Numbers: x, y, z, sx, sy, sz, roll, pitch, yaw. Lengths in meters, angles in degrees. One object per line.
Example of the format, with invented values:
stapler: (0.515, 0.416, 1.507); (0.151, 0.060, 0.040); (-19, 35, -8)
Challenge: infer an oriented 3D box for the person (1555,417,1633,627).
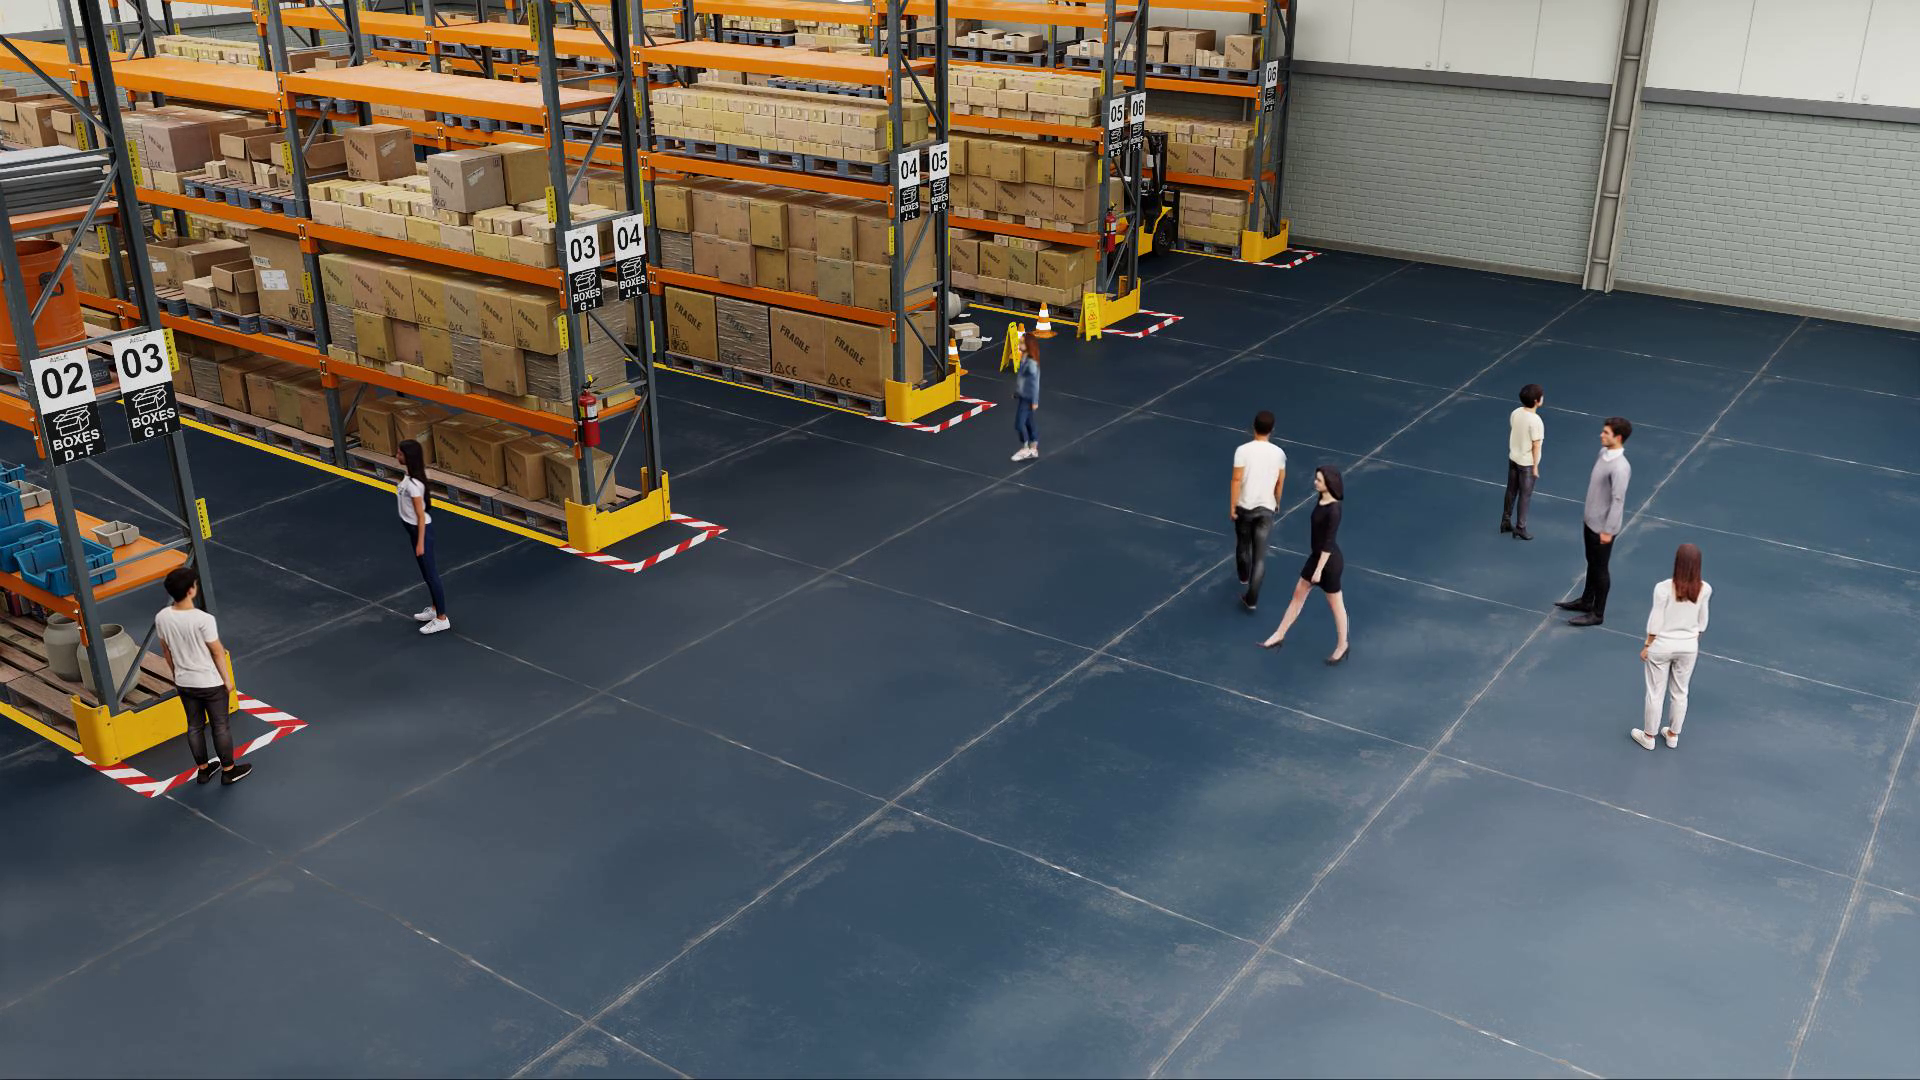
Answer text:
person: (5.706, -0.175, 14.730); (0.837, 1.923, 0.837); (1, 23, 3)

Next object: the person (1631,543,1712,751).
person: (5.447, 0.810, 12.715); (0.660, 1.688, 0.743); (-1, 23, -3)

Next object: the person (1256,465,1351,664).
person: (3.152, 0.241, 13.944); (1.121, 1.774, 0.994); (-1, 23, -2)

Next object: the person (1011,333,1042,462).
person: (0.829, -1.609, 18.686); (0.760, 1.467, 0.688); (-6, 24, -14)

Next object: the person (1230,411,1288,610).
person: (2.672, -0.226, 15.084); (1.133, 1.741, 1.079); (-1, 23, -3)

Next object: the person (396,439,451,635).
person: (-4.725, -0.043, 14.611); (0.728, 1.774, 0.636); (-8, 24, -19)

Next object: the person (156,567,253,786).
person: (-5.598, 0.998, 12.228); (0.620, 1.723, 0.758); (4, 23, 9)

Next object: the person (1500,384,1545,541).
person: (5.627, -0.787, 16.598); (0.716, 1.587, 0.608); (-8, 24, -19)
